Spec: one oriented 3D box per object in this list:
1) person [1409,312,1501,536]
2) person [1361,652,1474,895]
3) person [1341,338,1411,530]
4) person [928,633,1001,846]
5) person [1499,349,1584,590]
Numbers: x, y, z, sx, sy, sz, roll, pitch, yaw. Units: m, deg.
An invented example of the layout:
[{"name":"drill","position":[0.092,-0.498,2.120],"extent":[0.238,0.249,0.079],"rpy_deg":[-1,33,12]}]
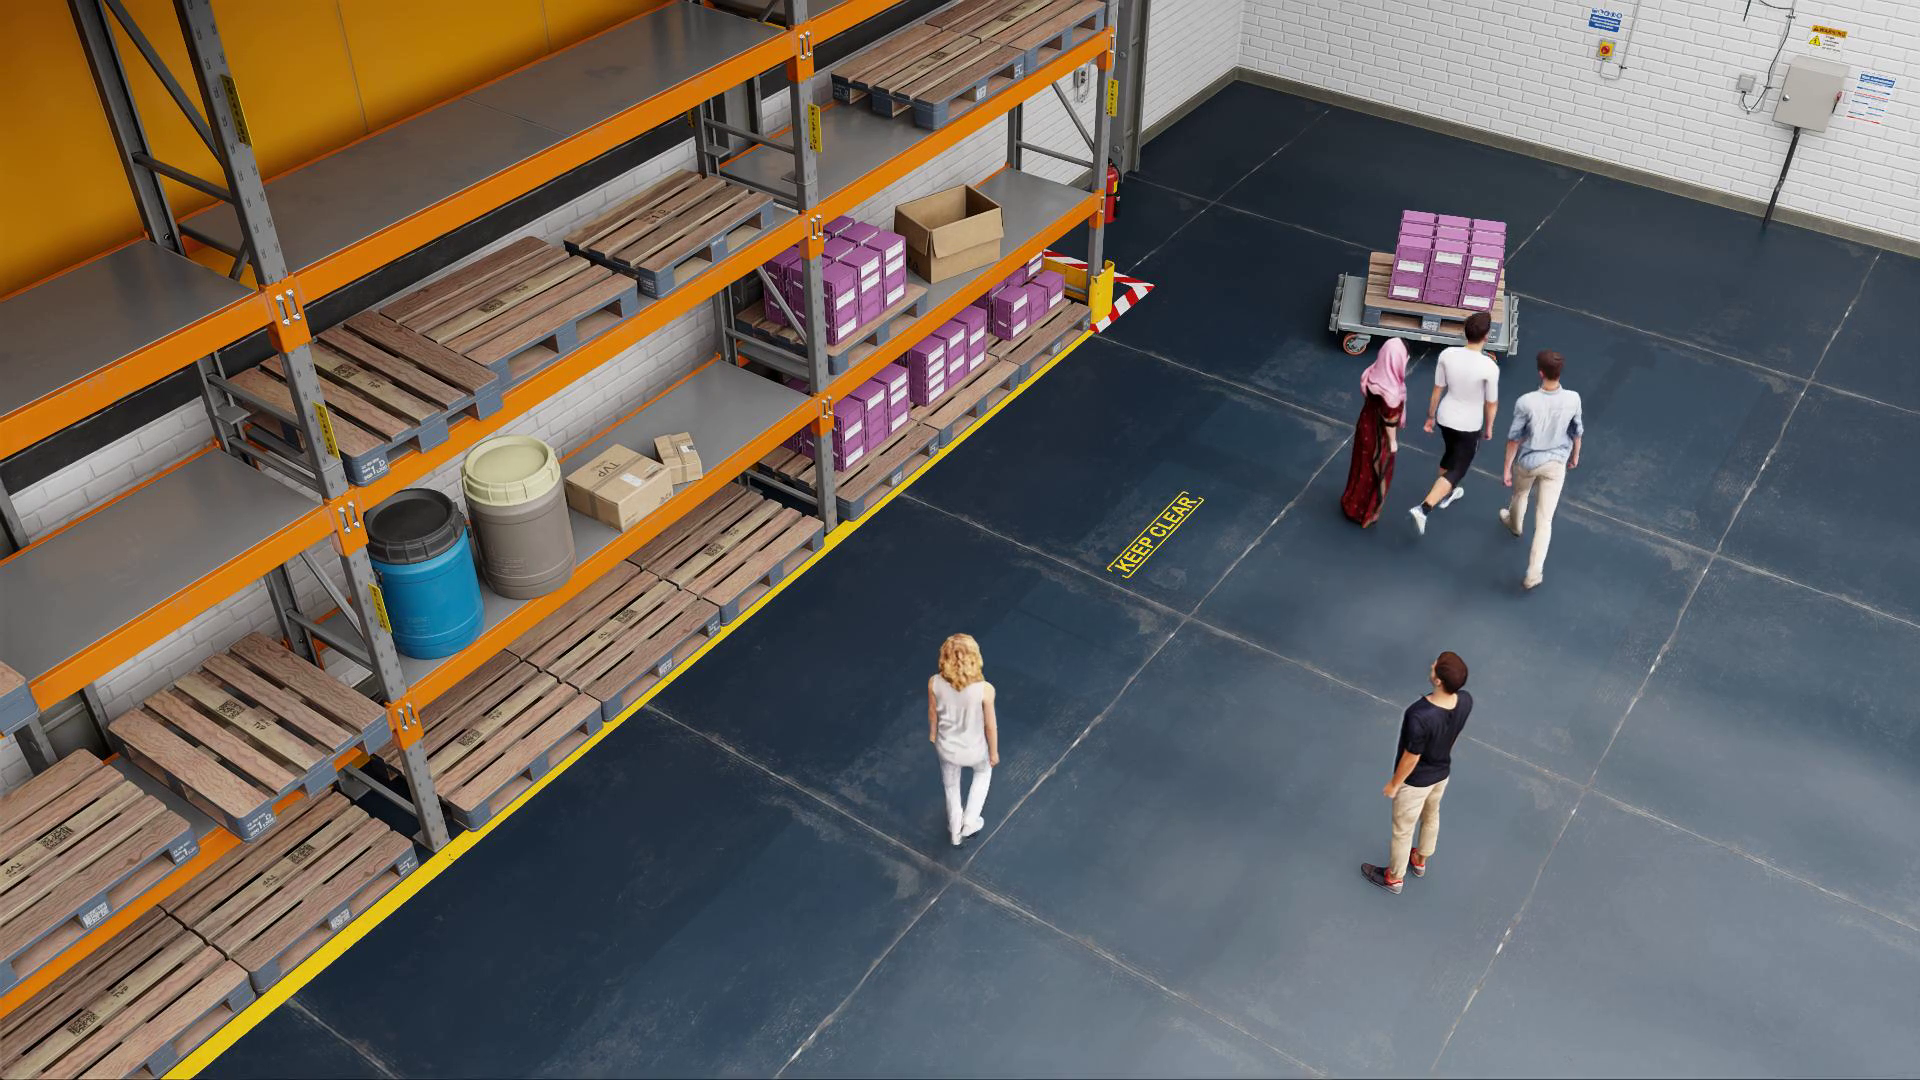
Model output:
[{"name":"person","position":[3.785,-0.866,12.710],"extent":[1.173,1.826,0.814],"rpy_deg":[-30,48,-32]},{"name":"person","position":[2.754,1.379,9.872],"extent":[0.584,1.860,0.754],"rpy_deg":[-24,44,-27]},{"name":"person","position":[3.217,-0.844,12.834],"extent":[0.844,1.637,0.749],"rpy_deg":[-2,39,-2]},{"name":"person","position":[-0.013,1.283,10.150],"extent":[0.698,1.662,0.685],"rpy_deg":[10,40,13]},{"name":"person","position":[4.282,-0.488,12.263],"extent":[1.087,1.793,1.345],"rpy_deg":[9,39,11]}]
